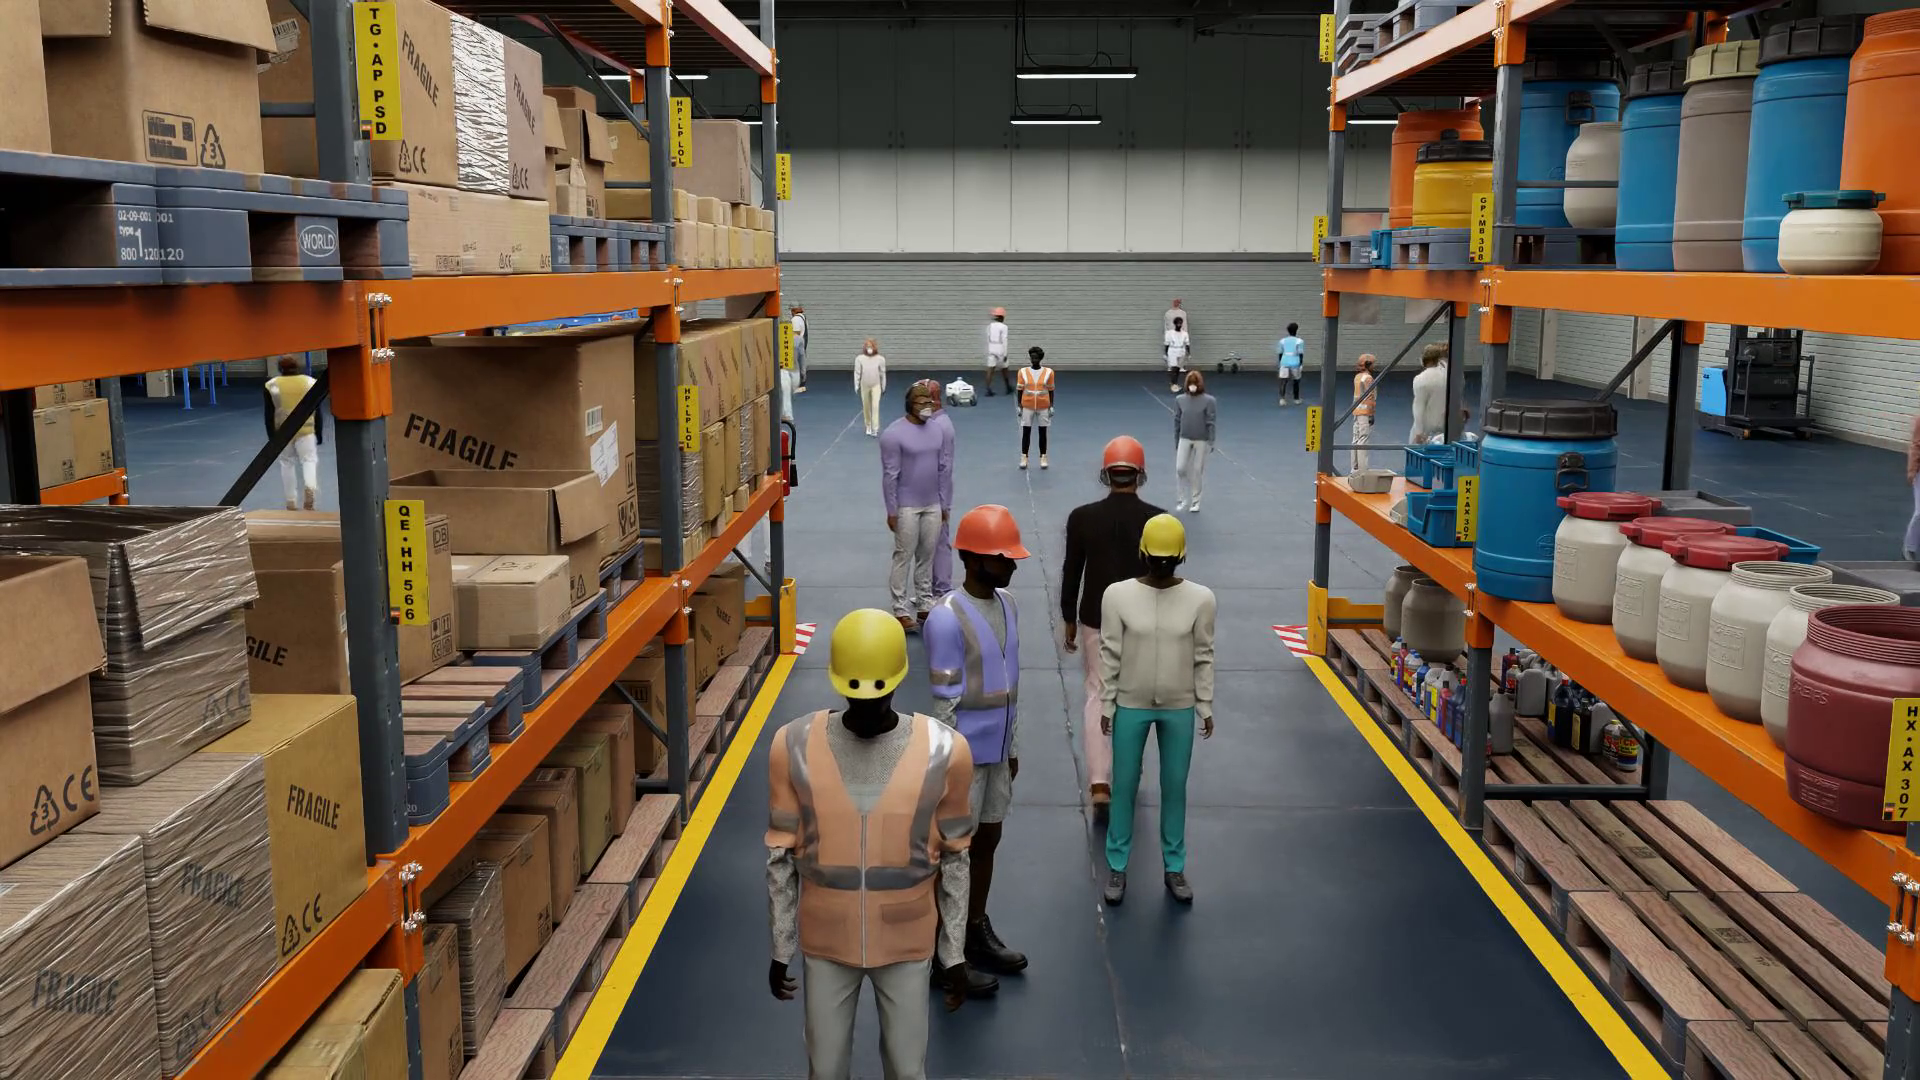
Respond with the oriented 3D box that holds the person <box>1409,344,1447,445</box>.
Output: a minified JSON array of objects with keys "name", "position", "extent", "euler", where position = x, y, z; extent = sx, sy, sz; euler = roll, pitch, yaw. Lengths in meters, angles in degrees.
[{"name":"person","position":[5.521,-1.319,19.338],"extent":[0.634,1.919,0.829],"euler":[-5,11,-27]}]

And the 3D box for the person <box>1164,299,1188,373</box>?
[{"name":"person","position":[5.649,-5.324,43.338],"extent":[0.648,1.907,0.401],"euler":[7,12,37]}]

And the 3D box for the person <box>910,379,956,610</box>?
[{"name":"person","position":[-0.246,-0.363,13.629],"extent":[0.400,1.905,0.645],"euler":[-1,10,-7]}]

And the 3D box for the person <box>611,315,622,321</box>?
[{"name":"person","position":[-6.289,-3.200,30.686],"extent":[0.584,1.881,0.337],"euler":[-9,13,-43]}]

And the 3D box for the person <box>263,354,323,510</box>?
[{"name":"person","position":[-7.645,-1.239,19.105],"extent":[0.634,1.822,0.743],"euler":[-5,11,-26]}]

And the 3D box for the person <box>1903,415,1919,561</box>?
[{"name":"person","position":[9.176,-0.617,15.587],"extent":[0.565,1.758,0.368],"euler":[-1,9,-3]}]

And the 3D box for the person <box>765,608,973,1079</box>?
[{"name":"person","position":[-0.256,1.124,4.682],"extent":[0.585,1.918,0.382],"euler":[0,9,1]}]

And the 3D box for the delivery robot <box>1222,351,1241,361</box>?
[{"name":"delivery robot","position":[7.067,-4.795,43.282],"extent":[0.335,0.223,0.698],"euler":[7,12,36]}]

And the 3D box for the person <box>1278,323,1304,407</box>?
[{"name":"person","position":[6.575,-3.482,33.072],"extent":[0.540,1.652,0.857],"euler":[5,11,29]}]

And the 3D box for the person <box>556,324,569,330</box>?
[{"name":"person","position":[-6.416,-2.610,27.283],"extent":[0.886,1.833,0.559],"euler":[4,10,25]}]

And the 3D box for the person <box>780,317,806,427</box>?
[{"name":"person","position":[-3.039,-2.971,29.240],"extent":[0.636,1.911,0.869],"euler":[-4,10,-22]}]

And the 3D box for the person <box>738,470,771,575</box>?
[{"name":"person","position":[-1.906,-0.627,15.272],"extent":[0.573,1.883,0.354],"euler":[-4,10,-21]}]

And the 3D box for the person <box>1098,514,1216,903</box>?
[{"name":"person","position":[0.875,0.748,7.414],"extent":[0.523,1.760,0.334],"euler":[0,9,0]}]

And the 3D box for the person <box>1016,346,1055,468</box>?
[{"name":"person","position":[1.049,-1.844,23.108],"extent":[0.539,1.698,0.319],"euler":[0,9,3]}]

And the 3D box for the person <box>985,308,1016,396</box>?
[{"name":"person","position":[0.838,-4.046,35.754],"extent":[0.561,1.884,0.980],"euler":[7,12,38]}]

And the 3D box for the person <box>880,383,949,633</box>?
[{"name":"person","position":[-0.338,-0.259,12.941],"extent":[0.623,1.932,0.368],"euler":[-9,13,-42]}]

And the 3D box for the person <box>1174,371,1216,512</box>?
[{"name":"person","position":[2.663,-1.114,18.982],"extent":[0.510,1.614,0.563],"euler":[3,10,18]}]

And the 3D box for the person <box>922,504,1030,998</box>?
[{"name":"person","position":[0.087,0.815,6.519],"extent":[0.384,1.930,0.540],"euler":[7,12,35]}]

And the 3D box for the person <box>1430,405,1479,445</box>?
[{"name":"person","position":[4.293,-0.366,14.451],"extent":[0.547,1.626,0.366],"euler":[-3,10,-19]}]

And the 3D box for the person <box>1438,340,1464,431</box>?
[{"name":"person","position":[6.476,-1.746,22.118],"extent":[0.519,1.829,0.425],"euler":[-6,11,-33]}]

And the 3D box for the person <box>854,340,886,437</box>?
[{"name":"person","position":[-1.477,-2.503,27.389],"extent":[0.502,1.598,0.840],"euler":[0,9,2]}]

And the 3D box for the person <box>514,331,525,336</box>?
[{"name":"person","position":[-7.119,-2.480,26.758],"extent":[0.488,1.751,0.539],"euler":[1,10,9]}]

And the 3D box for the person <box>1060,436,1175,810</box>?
[{"name":"person","position":[0.827,0.425,8.815],"extent":[0.619,1.948,1.027],"euler":[2,10,12]}]

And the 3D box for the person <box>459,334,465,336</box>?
[{"name":"person","position":[-8.817,-3.082,30.076],"extent":[0.566,1.849,0.390],"euler":[0,9,0]}]

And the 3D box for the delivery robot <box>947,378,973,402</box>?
[{"name":"delivery robot","position":[-0.005,-3.017,33.407],"extent":[0.477,0.478,0.707],"euler":[-4,10,-22]}]

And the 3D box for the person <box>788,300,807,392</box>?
[{"name":"person","position":[-3.652,-4.279,36.804],"extent":[0.536,2.000,0.688],"euler":[2,10,10]}]

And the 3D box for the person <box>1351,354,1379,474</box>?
[{"name":"person","position":[5.394,-1.663,22.193],"extent":[0.307,1.644,0.514],"euler":[-1,10,-7]}]

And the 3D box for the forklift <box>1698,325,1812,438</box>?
[{"name":"forklift","position":[13.248,-3.165,27.620],"extent":[1.129,2.768,1.873],"euler":[0,9,1]}]

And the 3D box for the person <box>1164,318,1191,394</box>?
[{"name":"person","position":[4.757,-4.006,36.175],"extent":[0.553,1.644,0.875],"euler":[-3,10,-16]}]
